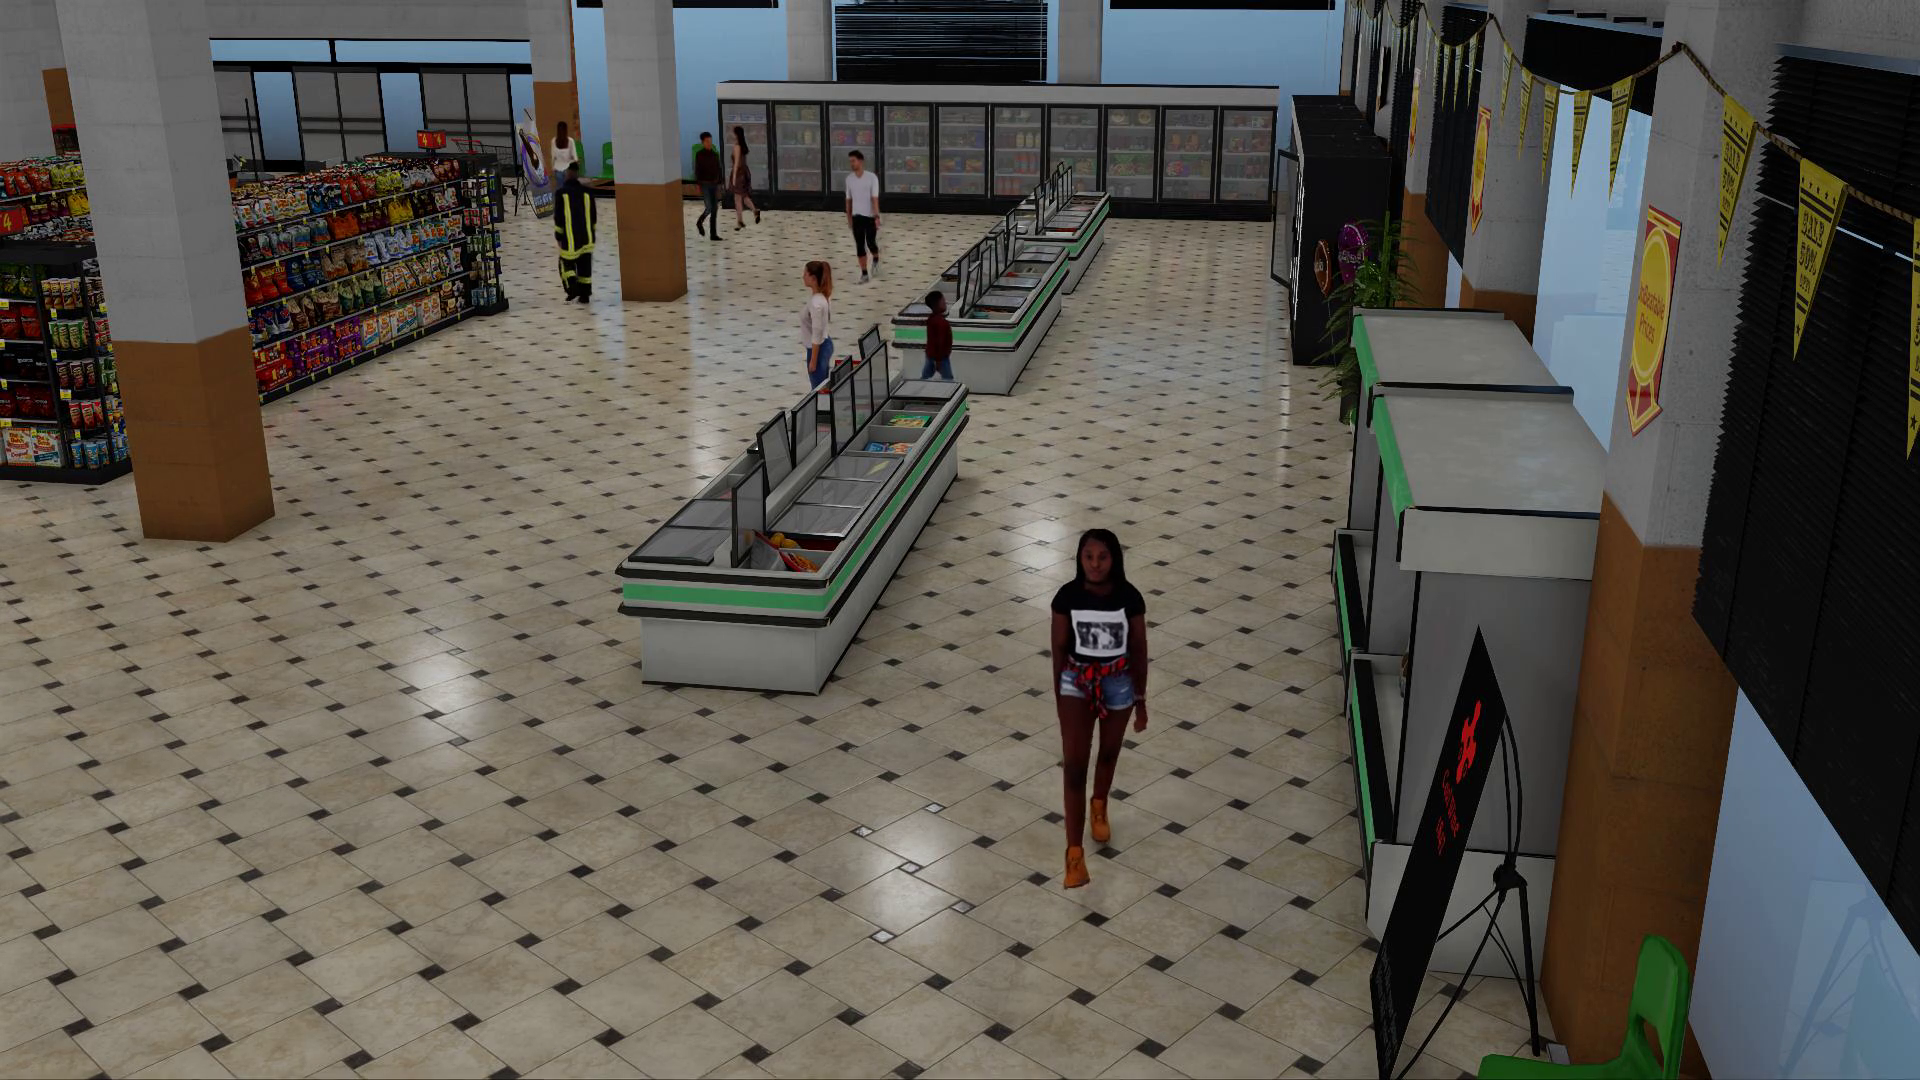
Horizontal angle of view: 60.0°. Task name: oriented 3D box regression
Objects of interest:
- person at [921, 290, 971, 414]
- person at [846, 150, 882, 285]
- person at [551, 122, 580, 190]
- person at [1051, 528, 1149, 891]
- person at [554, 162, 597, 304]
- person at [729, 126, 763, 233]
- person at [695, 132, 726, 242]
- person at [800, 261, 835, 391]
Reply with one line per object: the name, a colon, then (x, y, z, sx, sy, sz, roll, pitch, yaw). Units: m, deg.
person: (-0.286, -1.799, 16.248, 0.843, 1.233, 0.877, -7, 20, -20)
person: (-1.328, -4.578, 23.566, 0.736, 1.824, 1.032, 5, 19, 13)
person: (-7.141, -6.689, 30.035, 0.645, 1.691, 0.670, 2, 19, 5)
person: (0.664, 0.747, 7.998, 0.723, 1.680, 1.184, 0, 19, 1)
person: (-5.019, -4.015, 21.851, 0.903, 1.853, 0.952, -11, 22, -30)
person: (-3.645, -6.105, 28.185, 0.728, 1.765, 0.754, 5, 19, 15)
person: (-4.172, -5.773, 27.203, 0.954, 1.765, 0.882, 14, 23, 36)
person: (-1.279, -1.685, 15.150, 0.675, 1.719, 0.464, 2, 19, 5)
